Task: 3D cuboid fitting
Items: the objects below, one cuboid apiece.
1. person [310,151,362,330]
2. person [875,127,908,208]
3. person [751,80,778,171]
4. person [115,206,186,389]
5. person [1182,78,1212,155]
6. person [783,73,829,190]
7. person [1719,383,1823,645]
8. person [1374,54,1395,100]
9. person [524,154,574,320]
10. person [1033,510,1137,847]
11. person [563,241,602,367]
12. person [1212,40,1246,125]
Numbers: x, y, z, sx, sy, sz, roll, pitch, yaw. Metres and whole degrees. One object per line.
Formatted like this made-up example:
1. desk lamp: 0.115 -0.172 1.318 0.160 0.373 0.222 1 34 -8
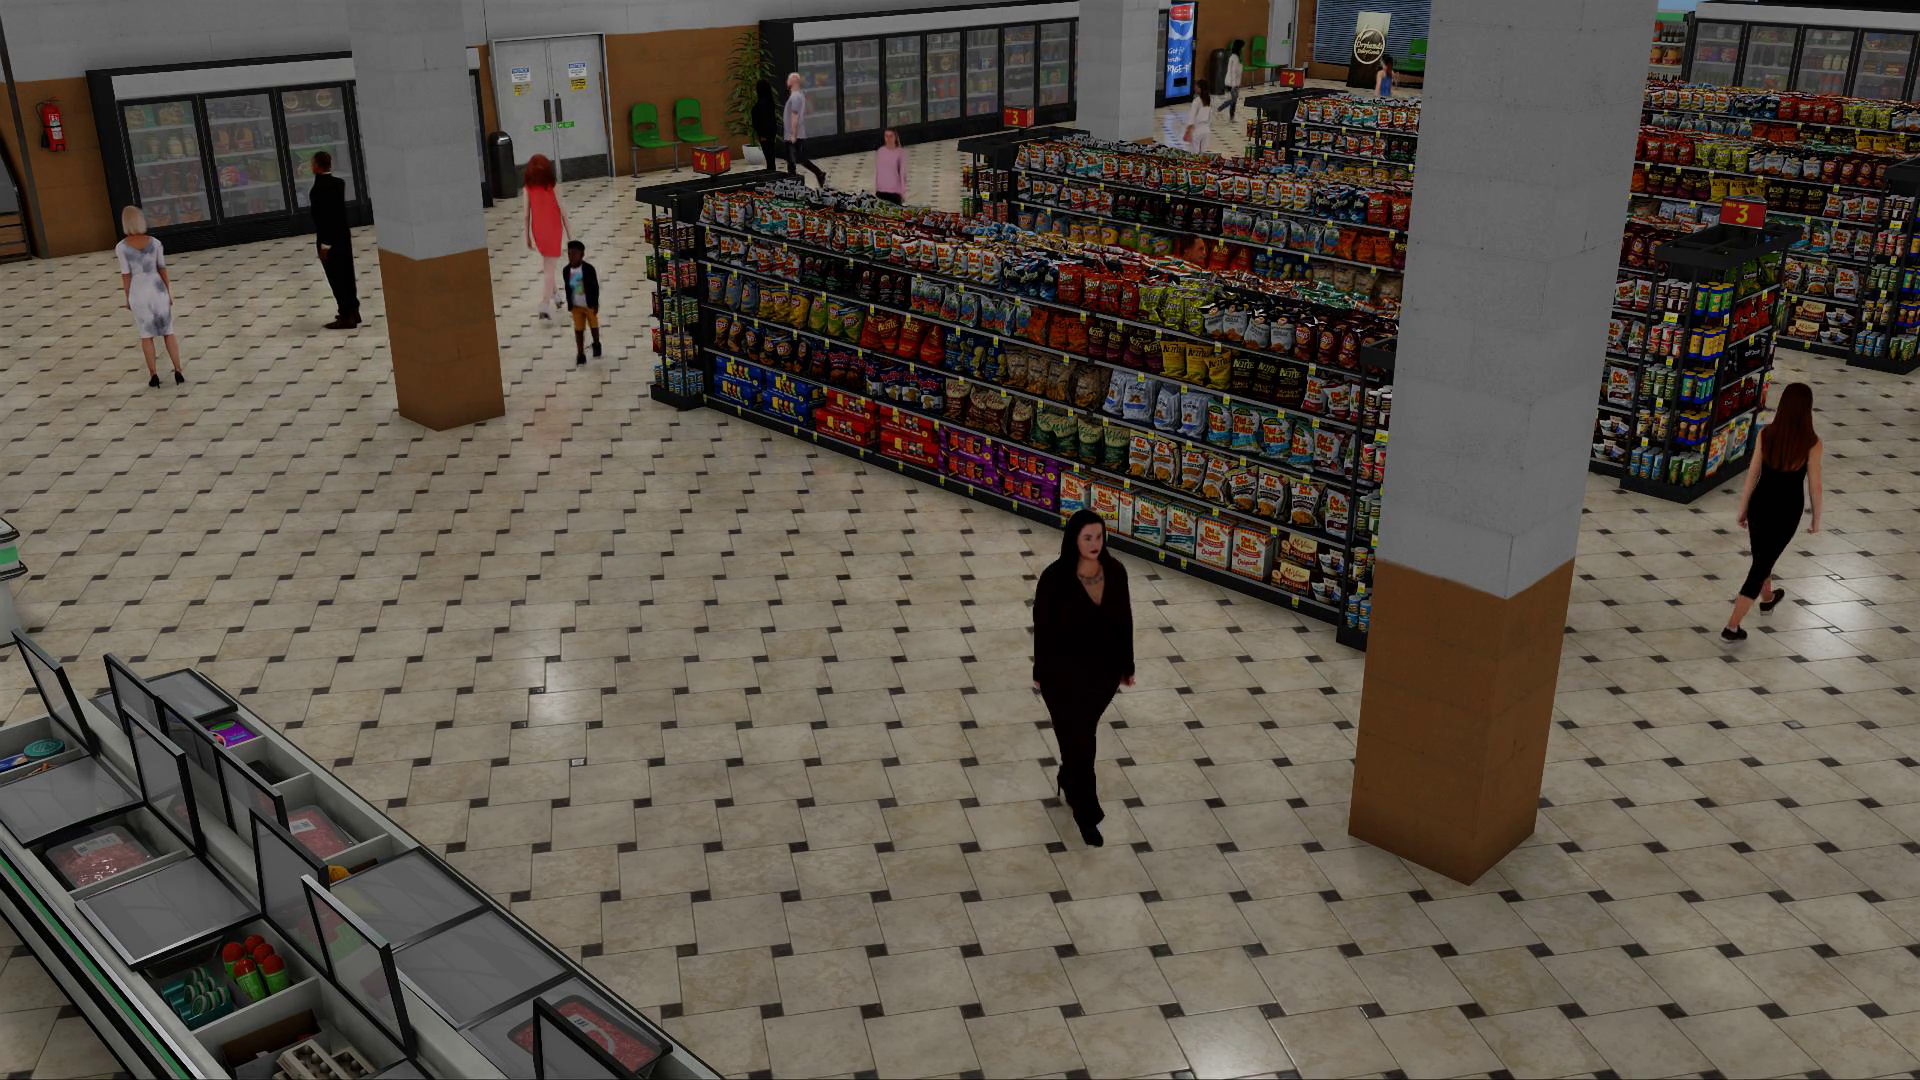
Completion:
1. person: -6.802 -3.266 18.093 0.842 1.904 0.805 2 22 6
2. person: -0.858 -4.471 21.395 0.657 1.677 0.762 9 24 22
3. person: -3.096 -6.551 26.655 0.824 1.616 0.774 1 22 4
4. person: -7.799 -2.338 15.991 0.606 1.749 0.568 -14 26 -30
5. person: 3.769 -6.434 26.272 0.634 1.684 0.582 -16 27 -35
6. person: -2.456 -6.237 25.611 1.157 1.812 1.097 0 22 1
7. person: 5.129 -0.122 10.574 0.691 1.676 1.086 -18 28 -38
8. person: 7.763 -8.048 30.405 0.665 1.598 0.817 -13 25 -29
9. person: -4.566 -3.288 18.316 1.147 1.778 1.083 4 22 9
10. person: 0.572 0.642 8.596 0.826 1.732 0.986 -11 25 -26
11. person: -3.792 -2.418 16.869 0.876 1.242 0.935 0 22 0
12. person: 5.301 -9.015 32.784 0.991 1.618 0.935 -1 22 -4
